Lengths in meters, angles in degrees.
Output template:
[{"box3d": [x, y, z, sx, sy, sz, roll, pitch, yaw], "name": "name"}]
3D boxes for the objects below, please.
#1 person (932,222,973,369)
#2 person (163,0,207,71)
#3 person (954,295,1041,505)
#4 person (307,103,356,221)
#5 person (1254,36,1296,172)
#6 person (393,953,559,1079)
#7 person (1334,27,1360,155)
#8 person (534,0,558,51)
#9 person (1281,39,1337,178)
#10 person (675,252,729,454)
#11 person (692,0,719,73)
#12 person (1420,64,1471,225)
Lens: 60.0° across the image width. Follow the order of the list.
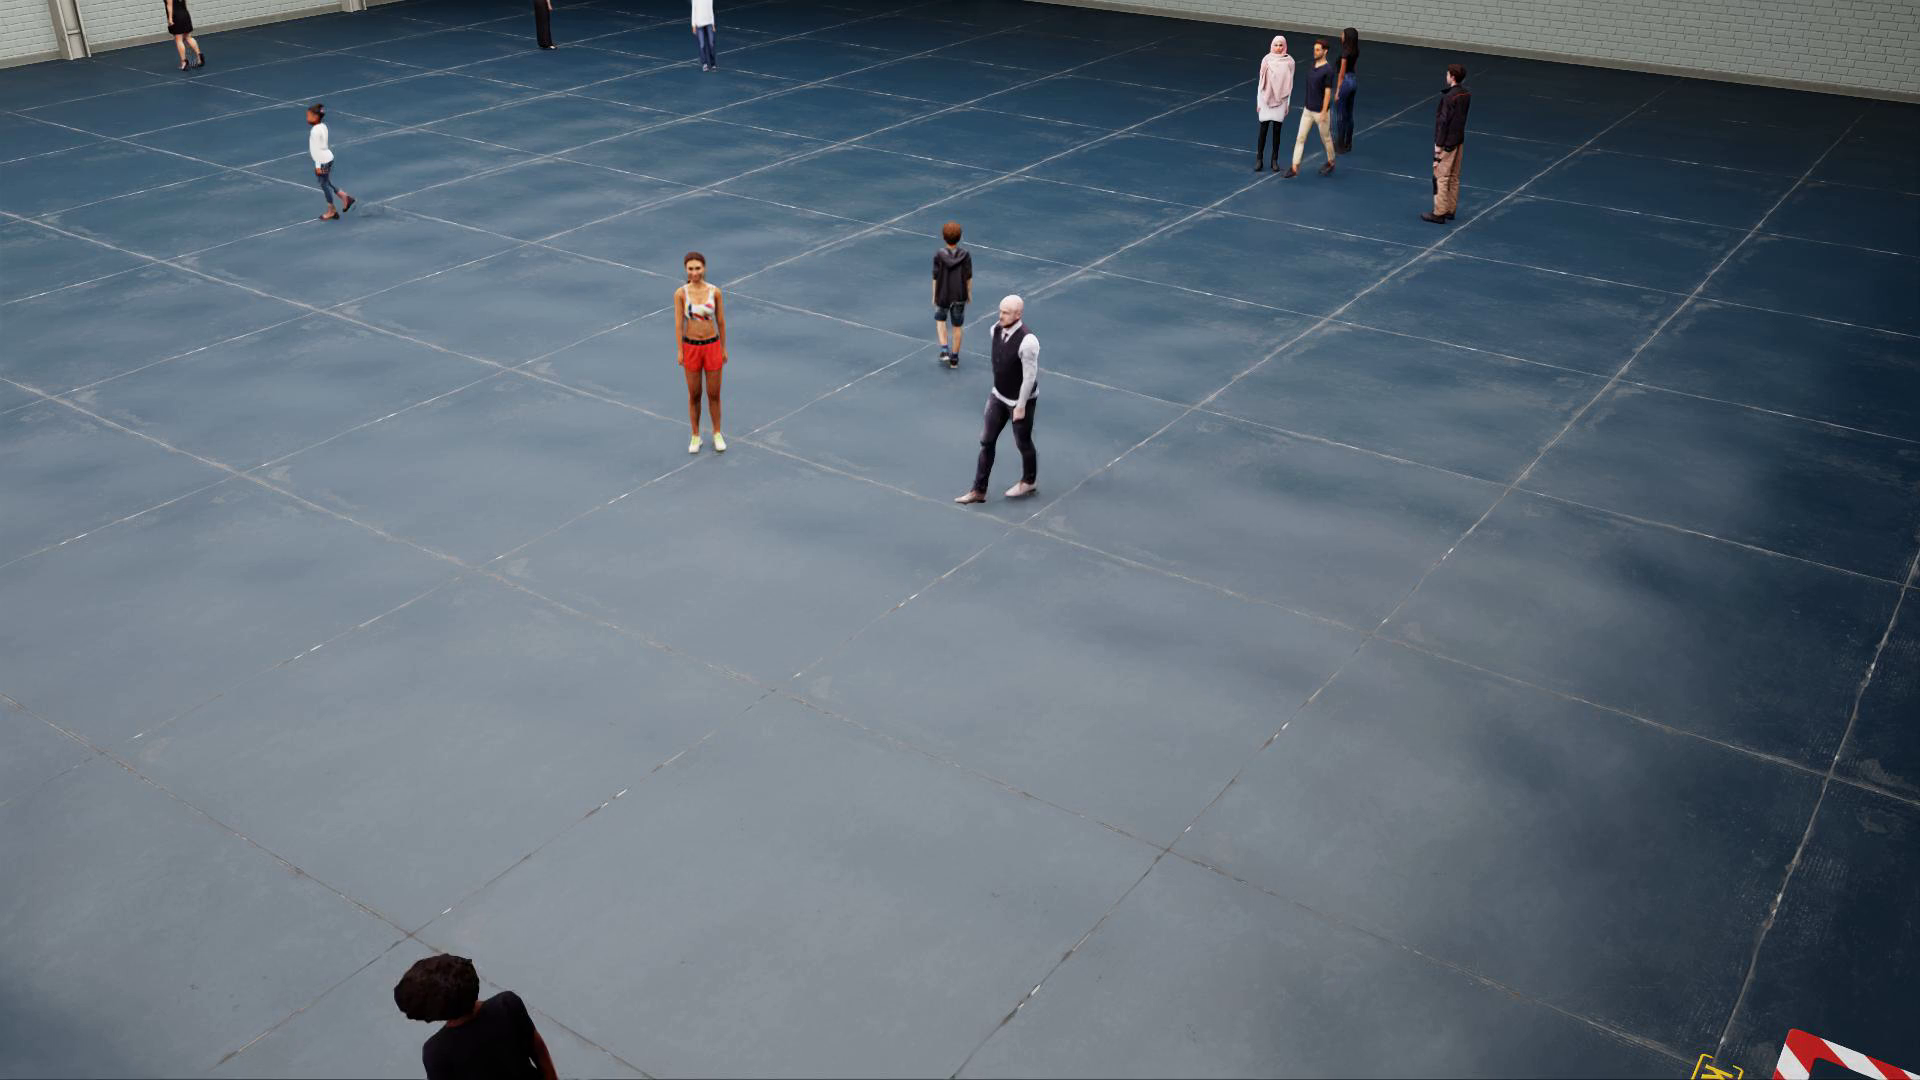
[{"box3d": [-0.088, -2.350, 16.131, 0.652, 1.435, 0.702, -1, 27, -2], "name": "person"}, {"box3d": [-13.464, -9.007, 28.762, 0.843, 1.707, 0.765, 7, 28, 13], "name": "person"}, {"box3d": [0.502, -1.129, 13.374, 1.109, 1.789, 0.877, -20, 33, -33], "name": "person"}, {"box3d": [-7.848, -4.710, 20.702, 0.801, 1.445, 0.737, -6, 28, -11], "name": "person"}, {"box3d": [4.291, -5.983, 22.783, 0.734, 1.804, 0.757, 3, 27, 5], "name": "person"}, {"box3d": [-1.770, 2.323, 6.697, 0.616, 1.764, 0.931, -12, 30, -23], "name": "person"}, {"box3d": [5.504, -6.399, 23.665, 0.598, 1.736, 0.468, 19, 33, 32], "name": "person"}, {"box3d": [-7.659, -9.807, 30.426, 0.590, 1.606, 0.524, 21, 34, 34], "name": "person"}, {"box3d": [4.870, -5.770, 22.363, 1.244, 1.809, 0.928, -18, 32, -30], "name": "person"}, {"box3d": [-2.219, -1.623, 14.332, 0.662, 1.789, 0.727, -5, 28, -10], "name": "person"}, {"box3d": [-4.422, -8.876, 28.695, 0.860, 1.536, 0.915, -5, 28, -10], "name": "person"}, {"box3d": [6.050, -4.898, 20.548, 0.775, 1.922, 0.561, 23, 35, 38], "name": "person"}]
